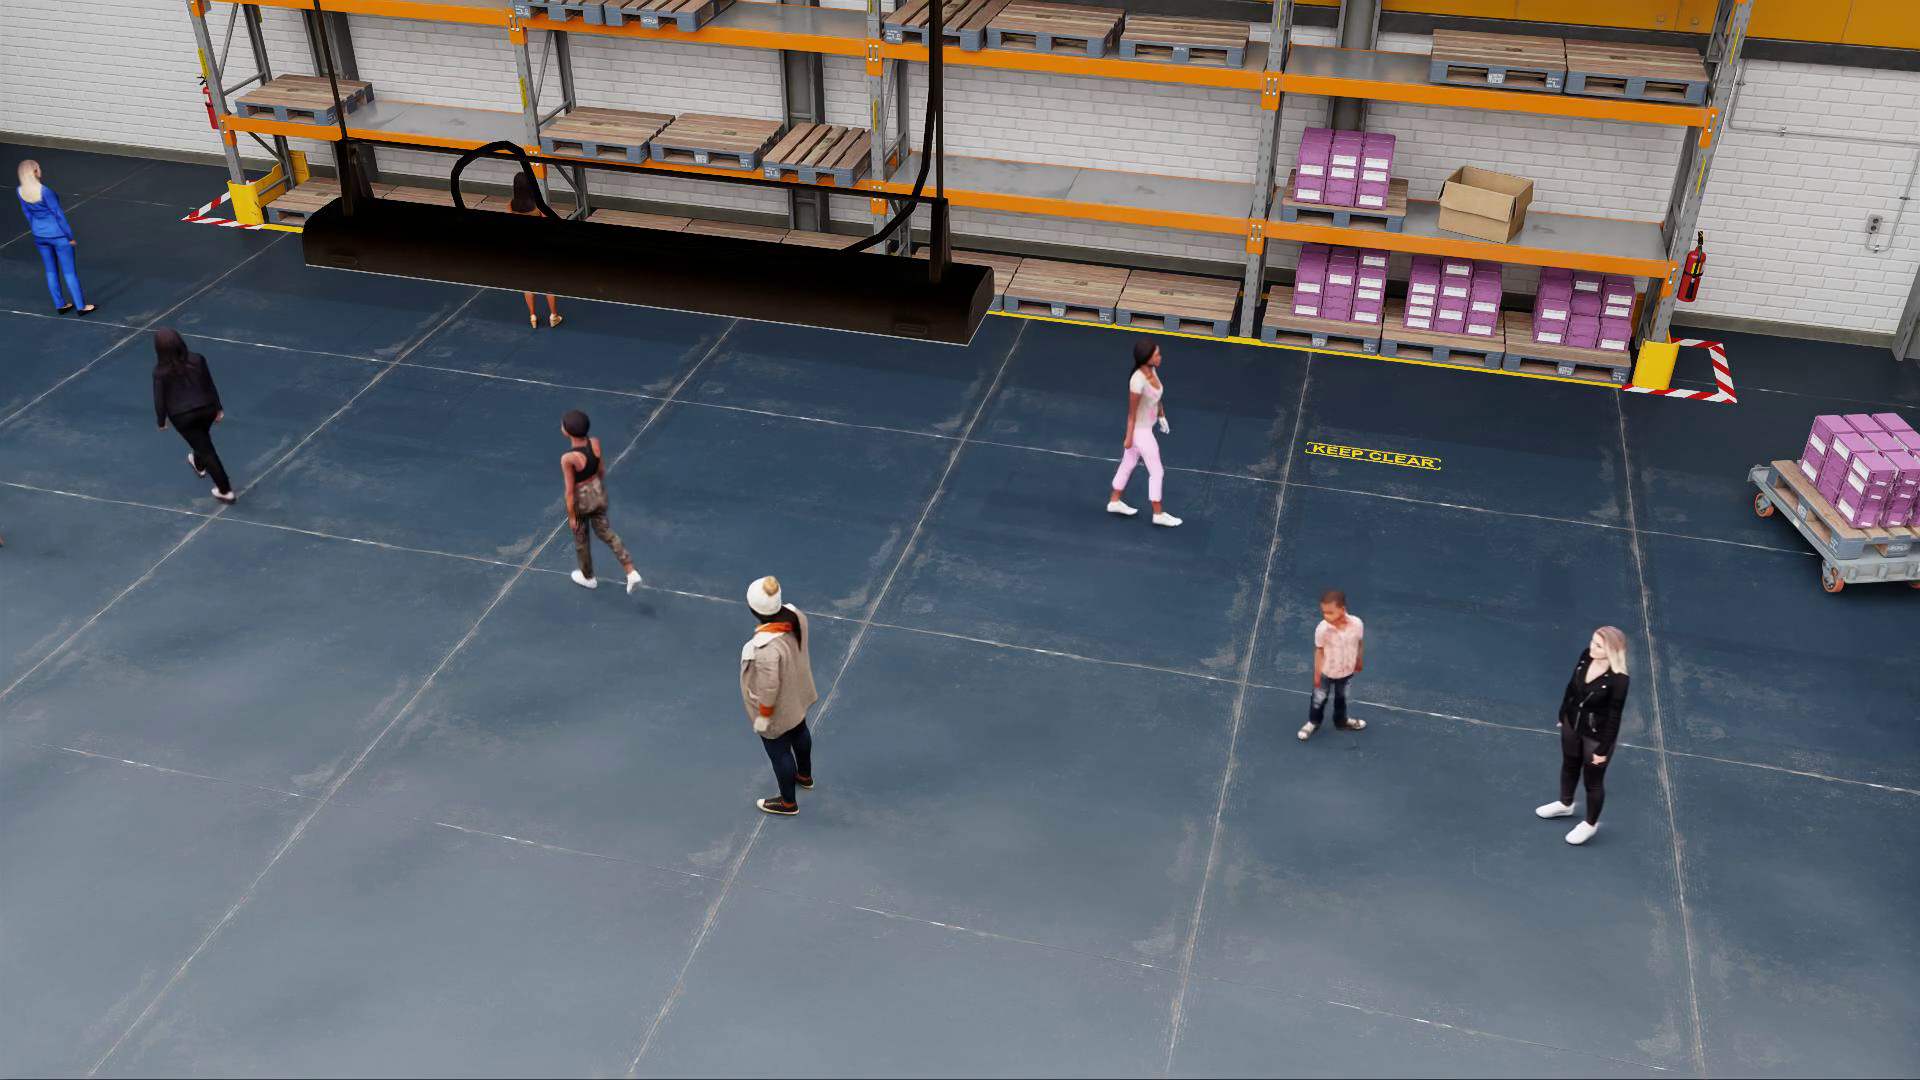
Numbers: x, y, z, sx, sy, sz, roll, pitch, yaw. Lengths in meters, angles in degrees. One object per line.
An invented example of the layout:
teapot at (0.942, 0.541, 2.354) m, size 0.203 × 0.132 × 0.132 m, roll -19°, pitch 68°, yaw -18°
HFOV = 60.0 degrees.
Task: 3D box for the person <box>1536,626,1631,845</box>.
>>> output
person at (4.121, 1.248, 10.847) m, size 0.766 × 1.678 × 0.721 m, roll -14°, pitch 36°, yaw -20°

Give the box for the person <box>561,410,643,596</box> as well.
person at (-2.866, -0.257, 13.110) m, size 1.082 × 1.680 × 0.824 m, roll 22°, pitch 40°, yaw 30°

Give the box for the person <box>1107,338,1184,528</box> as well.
person at (1.444, -0.933, 14.093) m, size 0.886 × 1.718 × 0.566 m, roll 8°, pitch 35°, yaw 12°

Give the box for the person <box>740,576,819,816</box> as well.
person at (-1.178, 0.995, 11.023) m, size 0.680 × 1.905 × 0.703 m, roll 12°, pitch 35°, yaw 17°

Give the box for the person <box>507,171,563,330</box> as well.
person at (-4.426, -3.005, 17.237) m, size 0.539 × 1.688 × 0.680 m, roll -1°, pitch 34°, yaw -2°

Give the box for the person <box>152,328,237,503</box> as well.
person at (-6.582, -1.041, 14.387) m, size 1.136 × 1.572 × 0.900 m, roll 21°, pitch 39°, yaw 29°

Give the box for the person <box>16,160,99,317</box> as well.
person at (-9.548, -3.170, 17.475) m, size 0.476 × 1.699 × 0.674 m, roll 8°, pitch 34°, yaw 11°

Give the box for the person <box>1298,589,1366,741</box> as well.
person at (2.705, 0.863, 11.777) m, size 0.590 × 1.290 × 0.788 m, roll -13°, pitch 36°, yaw -19°
